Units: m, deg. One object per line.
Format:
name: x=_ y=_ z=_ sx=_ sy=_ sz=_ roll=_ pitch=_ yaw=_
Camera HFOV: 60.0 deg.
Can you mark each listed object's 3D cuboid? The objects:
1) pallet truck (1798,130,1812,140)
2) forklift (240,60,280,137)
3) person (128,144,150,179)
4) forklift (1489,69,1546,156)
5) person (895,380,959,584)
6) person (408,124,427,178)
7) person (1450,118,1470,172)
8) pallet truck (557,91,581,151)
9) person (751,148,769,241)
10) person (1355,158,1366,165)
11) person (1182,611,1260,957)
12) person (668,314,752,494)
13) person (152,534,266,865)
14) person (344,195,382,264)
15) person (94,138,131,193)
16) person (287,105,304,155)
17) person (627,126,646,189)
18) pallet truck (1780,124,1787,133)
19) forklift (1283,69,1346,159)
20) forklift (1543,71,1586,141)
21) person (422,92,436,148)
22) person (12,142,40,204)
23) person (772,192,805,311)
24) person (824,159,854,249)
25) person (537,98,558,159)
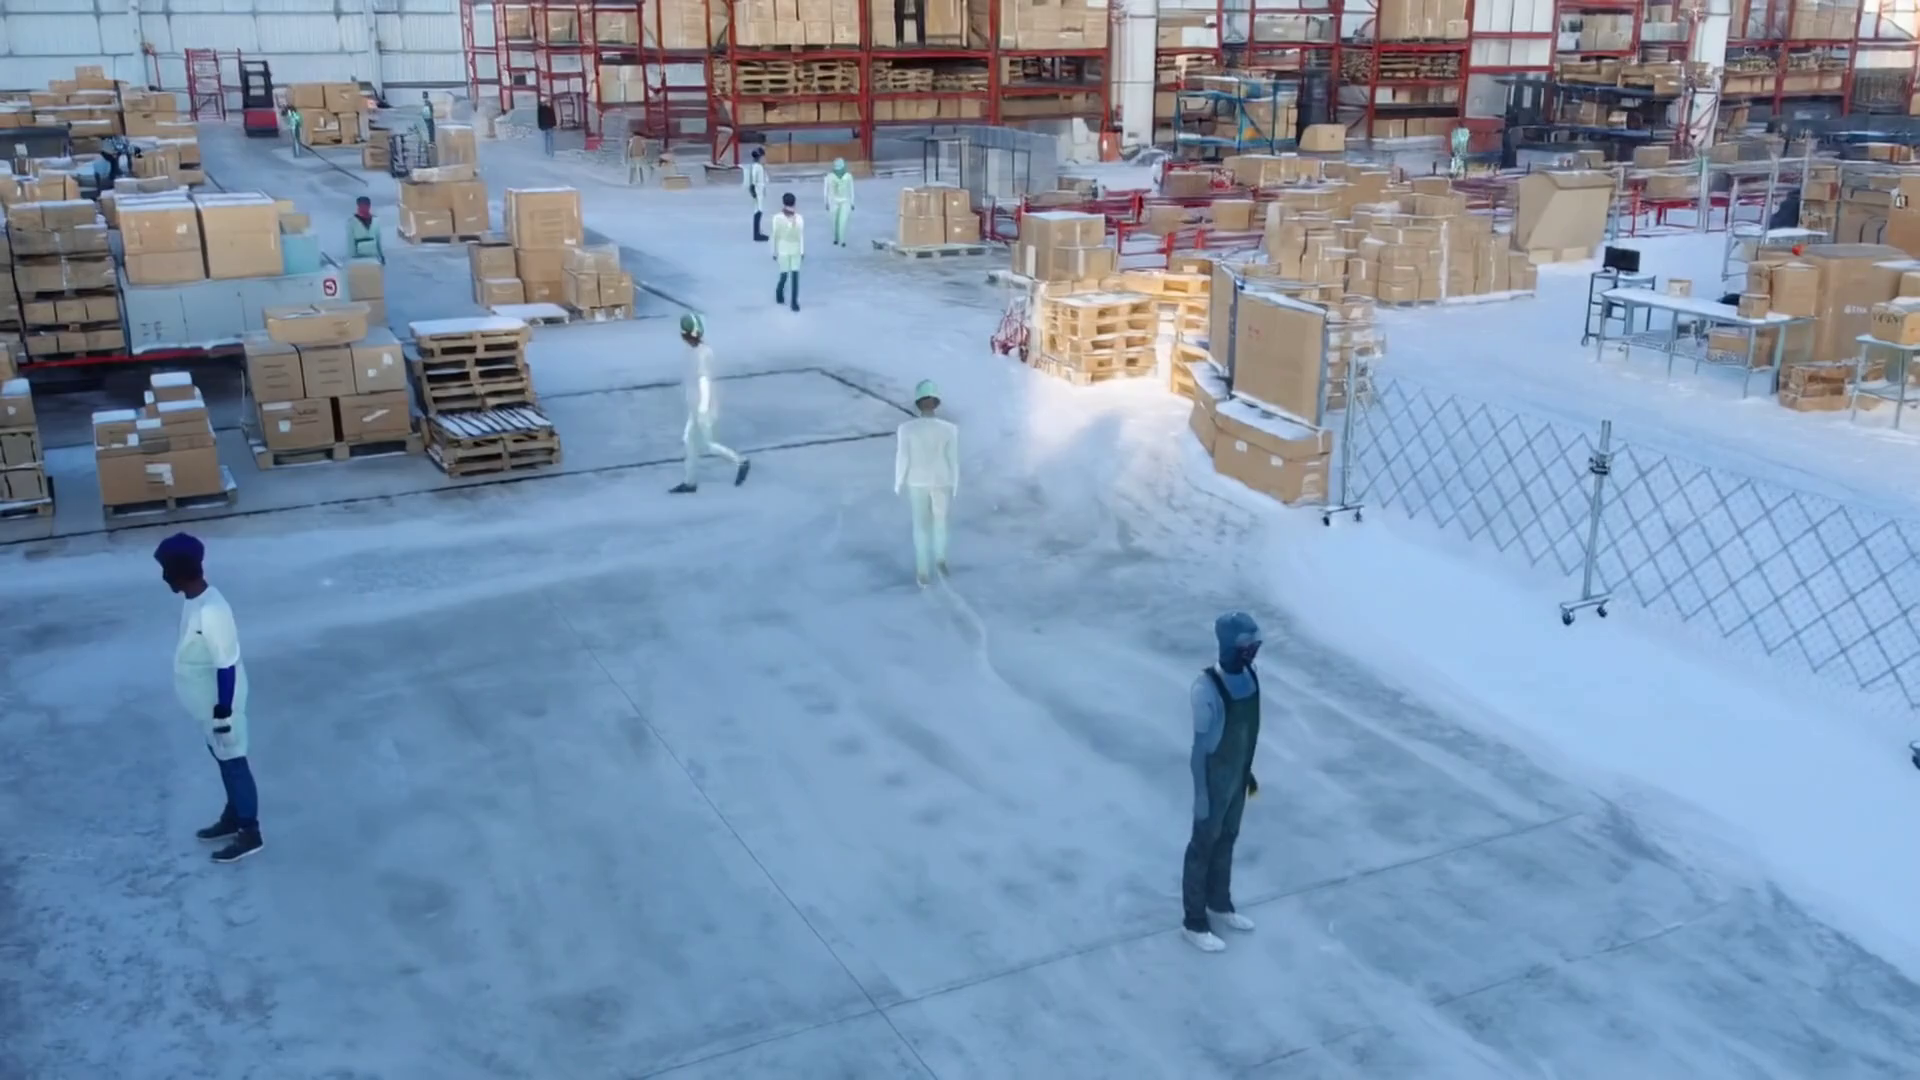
pallet truck: x=25.526 y=-11.556 z=49.408 sx=1.630 sy=1.274 sz=0.653 roll=-9 pitch=20 yaw=-26
forklift: x=-26.707 y=-16.827 z=63.294 sx=1.129 sy=2.768 sz=1.873 roll=-9 pitch=20 yaw=-26
person: x=-18.105 y=-7.824 z=36.854 sx=0.322 sy=1.871 sz=0.531 roll=11 pitch=21 yaw=30
forklift: x=18.528 y=-13.948 z=54.319 sx=1.873 sy=2.768 sz=1.129 roll=-9 pitch=20 yaw=-26
person: x=-0.294 y=-0.513 z=14.259 sx=0.534 sy=1.751 sz=0.570 roll=-3 pitch=18 yaw=-9
person: x=-15.365 y=-10.966 z=47.092 sx=0.530 sy=1.596 sz=0.851 roll=16 pitch=24 yaw=41
person: x=14.453 y=-11.365 z=48.173 sx=0.541 sy=1.696 sz=0.315 roll=5 pitch=18 yaw=15
pallet truck: x=-13.495 y=-14.412 z=57.188 sx=0.823 sy=1.965 sz=1.885 roll=-3 pitch=18 yaw=-9
person: x=-4.206 y=-7.285 z=35.093 sx=0.399 sy=1.928 sz=0.541 roll=-3 pitch=18 yaw=-9
person: x=8.812 y=-7.597 z=36.583 sx=0.801 sy=1.601 sz=0.498 roll=-9 pitch=20 yaw=-26
person: x=1.375 y=1.241 z=8.632 sx=0.346 sy=1.847 sz=0.506 roll=15 pitch=23 yaw=40
person: x=-2.553 y=-1.369 z=16.794 sx=0.799 sy=1.841 sz=0.523 roll=-8 pitch=19 yaw=-24
person: x=-4.278 y=0.900 z=9.513 sx=0.384 sy=1.959 sz=0.608 roll=-12 pitch=21 yaw=-33
person: x=-9.651 y=-4.627 z=26.852 sx=0.614 sy=1.892 sz=0.616 roll=13 pitch=22 yaw=35
person: x=-18.509 y=-7.762 z=36.386 sx=0.693 sy=2.000 sz=0.535 roll=-15 pitch=23 yaw=-38
person: x=-22.192 y=-13.673 z=55.454 sx=0.307 sy=1.645 sz=0.512 roll=7 pitch=19 yaw=19
person: x=-8.845 y=-10.455 z=45.388 sx=0.541 sy=1.661 sz=0.796 roll=-8 pitch=20 yaw=-25
pallet truck: x=25.206 y=-12.542 z=52.601 sx=1.601 sy=1.201 sz=0.680 roll=0 pitch=18 yaw=-2
forklift: x=11.615 y=-13.871 z=54.079 sx=1.129 sy=2.768 sz=1.873 roll=-9 pitch=20 yaw=-27
forklift: x=18.685 y=-13.231 z=52.085 sx=1.873 sy=2.768 sz=1.129 roll=-9 pitch=20 yaw=-26
person: x=-18.649 y=-14.766 z=58.439 sx=0.396 sy=1.911 sz=0.588 roll=-14 pitch=23 yaw=-37
person: x=-20.763 y=-7.883 z=37.019 sx=0.573 sy=1.883 sz=0.354 roll=1 pitch=18 yaw=3
person: x=-2.794 y=-4.702 z=27.038 sx=0.559 sy=1.922 sz=0.646 roll=-8 pitch=20 yaw=-24
person: x=-2.486 y=-6.936 z=34.204 sx=0.594 sy=1.800 sz=0.887 roll=-1 pitch=18 yaw=-3
person: x=-13.422 y=-13.335 z=53.919 sx=0.626 sy=1.941 sz=0.662 roll=-15 pitch=23 yaw=-40
